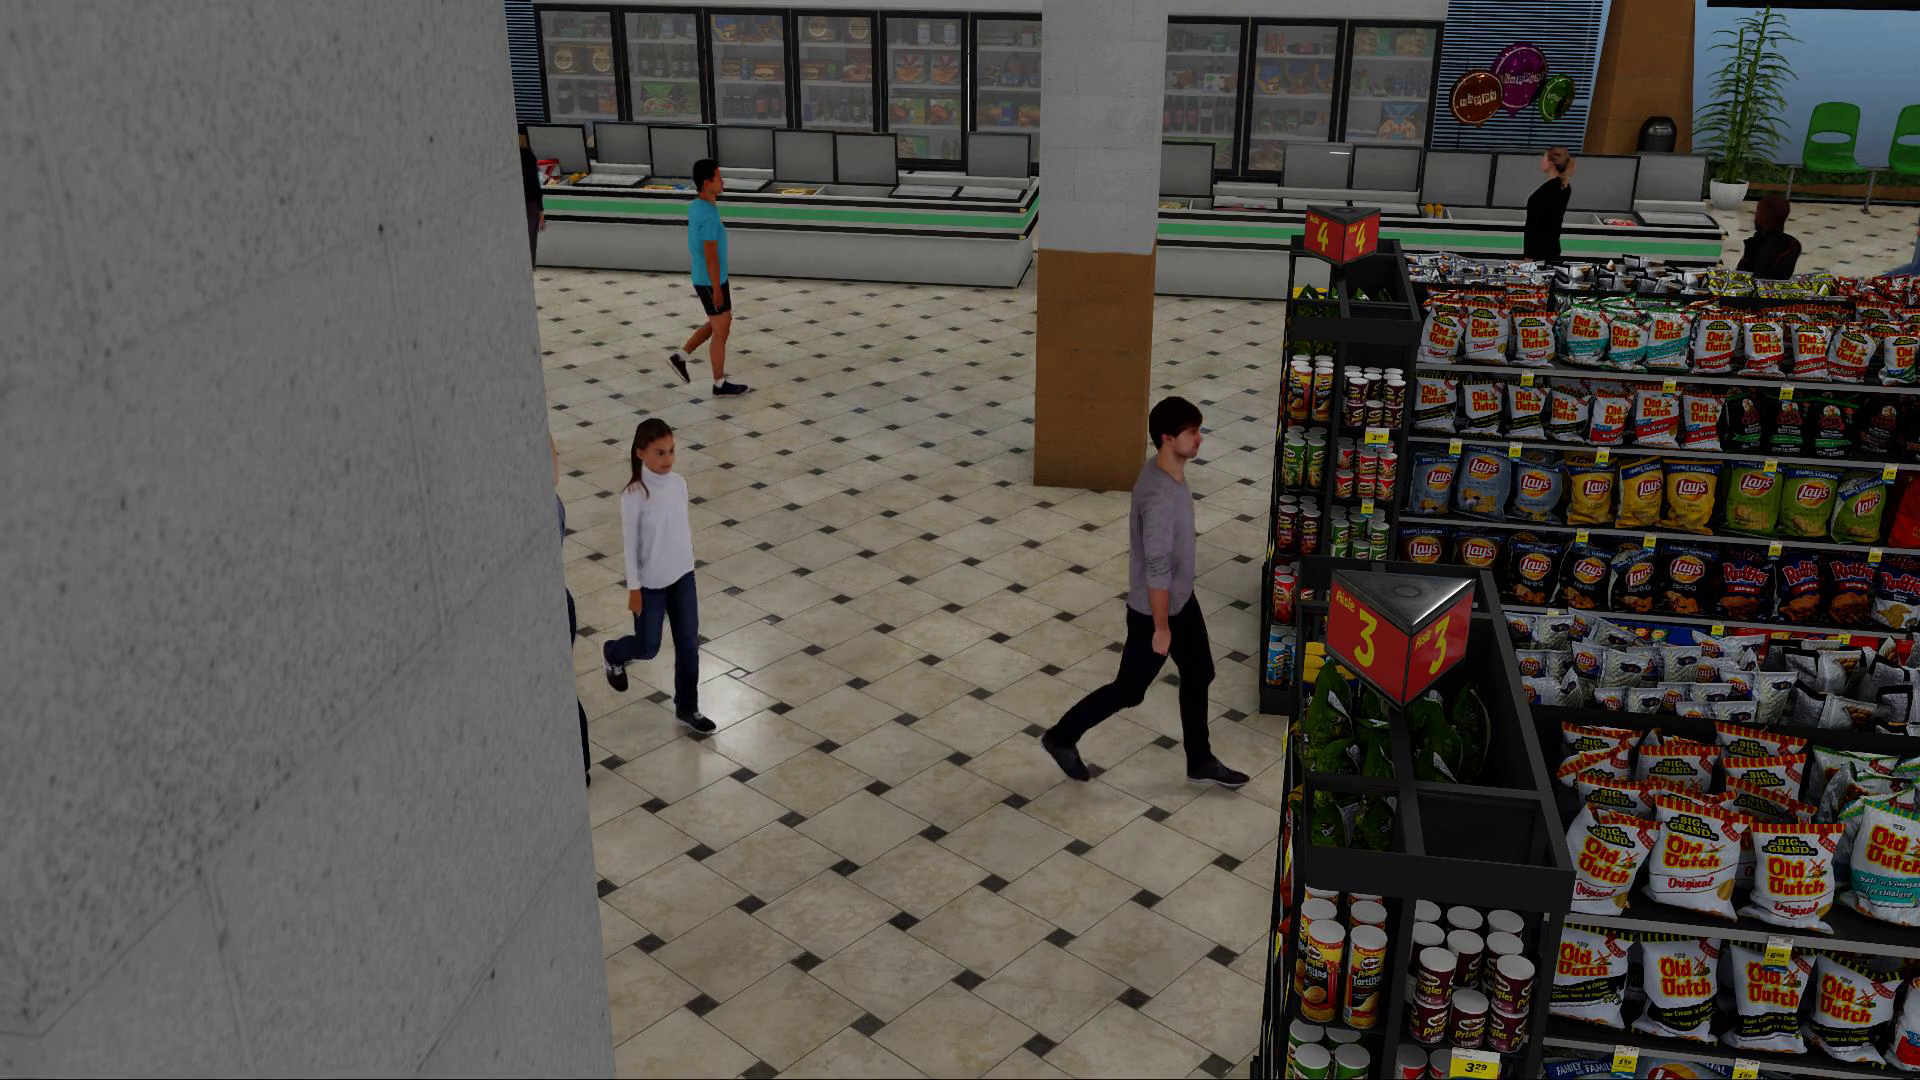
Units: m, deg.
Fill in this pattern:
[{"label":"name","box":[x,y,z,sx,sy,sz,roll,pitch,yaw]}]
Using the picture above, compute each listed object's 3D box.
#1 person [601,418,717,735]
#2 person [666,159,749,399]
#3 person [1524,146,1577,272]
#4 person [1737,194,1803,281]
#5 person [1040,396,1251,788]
[{"label":"person","box":[-1.432,0.158,7.733,0.964,1.539,0.820,21,31,39]},{"label":"person","box":[-1.903,-1.873,12.096,0.939,1.762,0.829,-6,24,-14]},{"label":"person","box":[4.522,-2.196,12.902,0.724,1.707,0.699,21,31,39]},{"label":"person","box":[5.184,-1.348,10.823,0.760,1.821,0.784,16,28,32]},{"label":"person","box":[0.766,0.270,7.141,1.185,1.809,0.759,7,25,15]}]
